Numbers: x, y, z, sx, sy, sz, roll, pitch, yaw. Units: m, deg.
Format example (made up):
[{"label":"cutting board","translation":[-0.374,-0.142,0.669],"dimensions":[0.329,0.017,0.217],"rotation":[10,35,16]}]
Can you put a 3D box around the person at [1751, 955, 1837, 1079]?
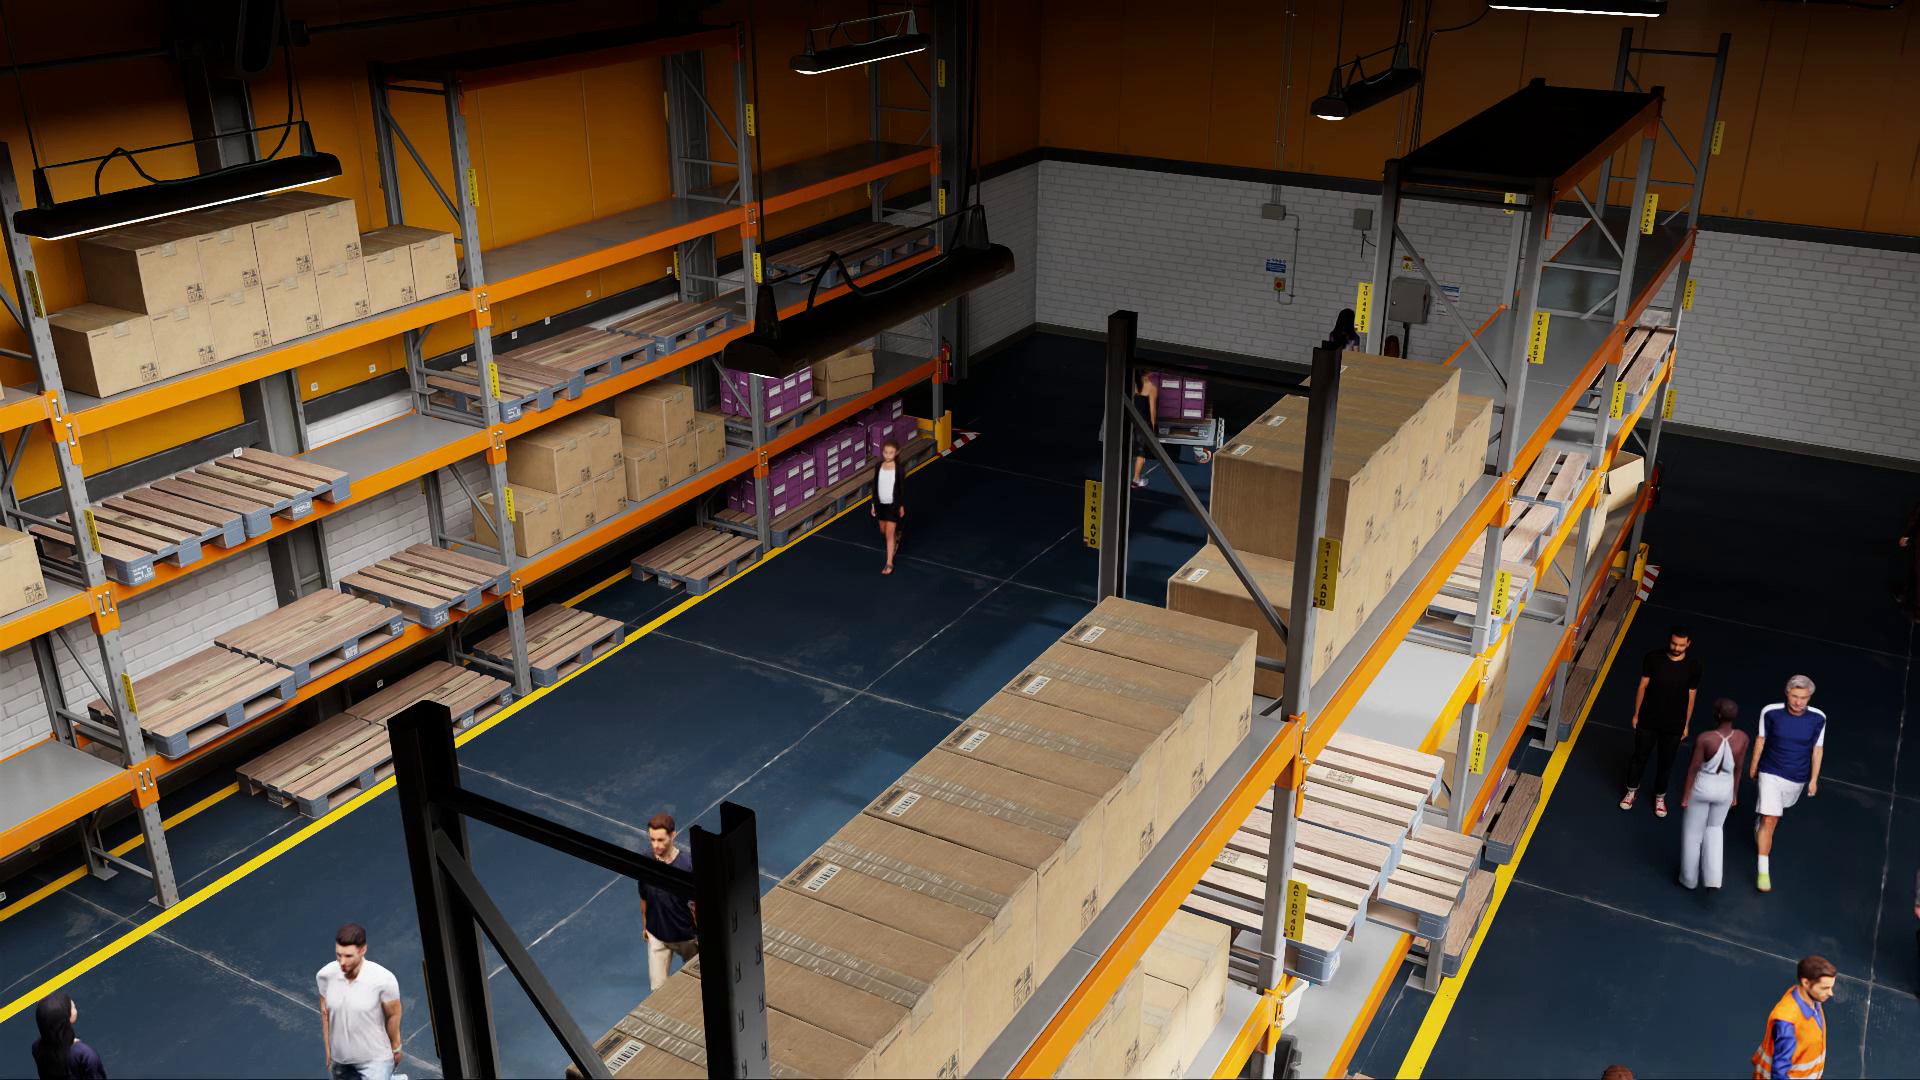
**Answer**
[{"label":"person","translation":[4.971,3.282,10.068],"dimensions":[0.774,1.859,0.585],"rotation":[18,29,35]}]

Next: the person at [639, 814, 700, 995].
[{"label":"person","translation":[-1.946,2.671,11.516],"dimensions":[0.926,1.819,1.232],"rotation":[4,24,8]}]

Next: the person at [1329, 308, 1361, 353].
[{"label":"person","translation":[5.353,-2.416,23.294],"dimensions":[0.586,1.706,0.512],"rotation":[13,27,28]}]

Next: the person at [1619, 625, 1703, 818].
[{"label":"person","translation":[6.008,1.518,14.231],"dimensions":[0.647,1.758,0.589],"rotation":[10,25,21]}]

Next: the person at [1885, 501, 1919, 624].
[{"label":"person","translation":[10.322,0.011,17.578],"dimensions":[1.094,1.838,1.164],"rotation":[-5,24,-12]}]

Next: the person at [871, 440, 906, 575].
[{"label":"person","translation":[-0.792,-0.432,18.967],"dimensions":[0.631,1.537,0.992],"rotation":[8,25,18]}]

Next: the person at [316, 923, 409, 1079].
[{"label":"person","translation":[-3.702,3.141,10.416],"dimensions":[0.858,1.840,1.097],"rotation":[6,24,14]}]

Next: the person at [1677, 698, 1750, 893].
[{"label":"person","translation":[5.889,2.065,12.976],"dimensions":[0.777,1.760,0.860],"rotation":[1,24,1]}]

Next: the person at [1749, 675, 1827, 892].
[{"label":"person","translation":[6.631,1.853,13.436],"dimensions":[0.898,1.781,1.285],"rotation":[5,24,12]}]

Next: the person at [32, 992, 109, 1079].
[{"label":"person","translation":[-5.220,3.420,9.909],"dimensions":[0.655,1.734,0.599],"rotation":[6,24,14]}]
